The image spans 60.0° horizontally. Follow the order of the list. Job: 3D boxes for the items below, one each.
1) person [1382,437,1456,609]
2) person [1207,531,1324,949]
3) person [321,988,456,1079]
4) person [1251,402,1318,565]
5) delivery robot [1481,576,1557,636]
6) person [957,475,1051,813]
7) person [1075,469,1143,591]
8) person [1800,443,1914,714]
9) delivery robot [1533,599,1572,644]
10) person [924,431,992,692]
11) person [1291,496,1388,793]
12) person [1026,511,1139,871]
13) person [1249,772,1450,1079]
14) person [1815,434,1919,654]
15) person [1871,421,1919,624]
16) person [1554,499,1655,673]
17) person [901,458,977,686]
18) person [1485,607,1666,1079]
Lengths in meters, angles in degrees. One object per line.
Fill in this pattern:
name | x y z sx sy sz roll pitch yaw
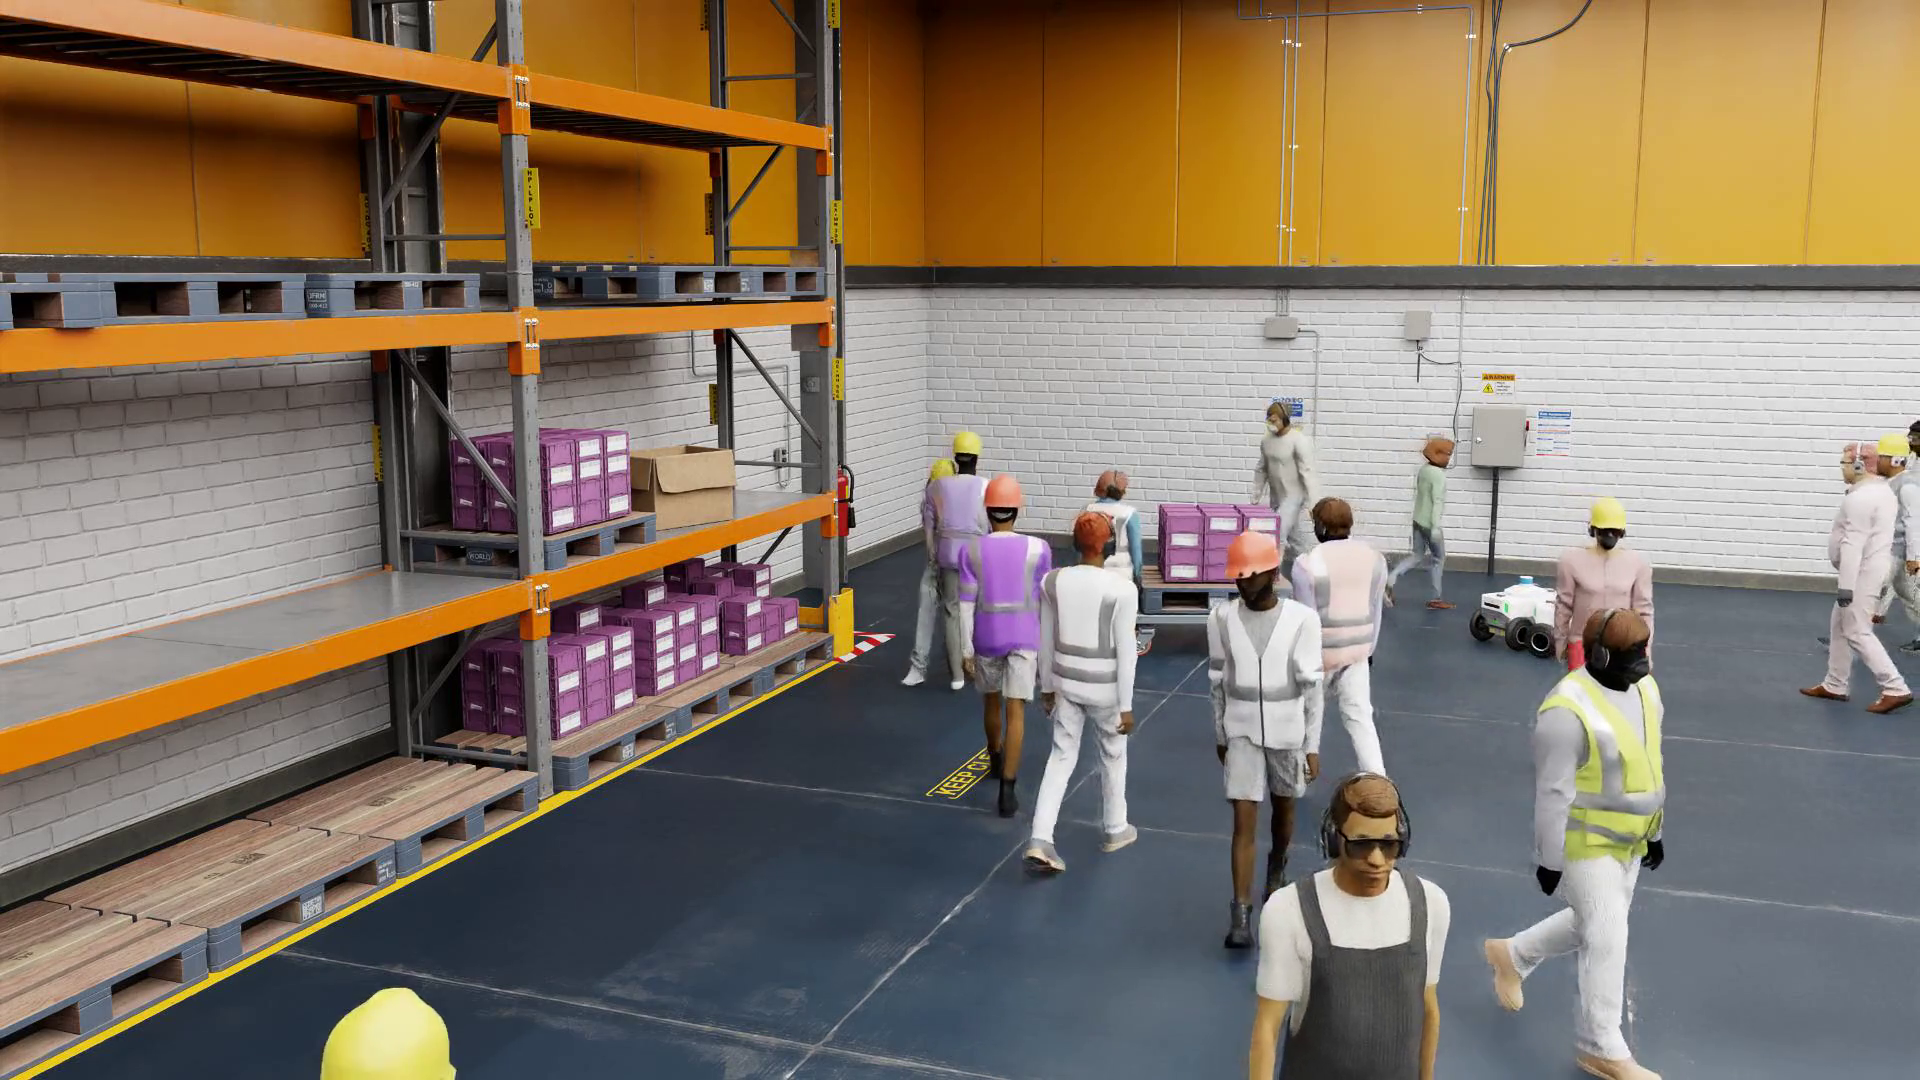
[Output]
person | 4.153 -0.138 15.003 0.711 1.596 0.514 -1 9 -9
person | 1.396 0.886 7.688 0.553 1.874 1.049 3 9 16
person | -1.008 1.693 2.936 0.597 1.779 0.950 0 9 -2
person | 3.021 -0.357 15.511 1.063 1.871 0.687 -4 10 -25
delivery robot | 4.650 0.540 13.681 0.707 0.478 0.477 -4 10 -24
person | 0.263 0.567 9.661 0.545 1.881 1.012 1 9 5
person | 1.088 0.266 12.397 0.532 1.608 0.630 6 11 33
person | 6.357 0.264 11.622 0.767 1.871 0.663 8 12 42
delivery robot | 4.926 0.624 13.156 0.707 0.478 0.477 7 12 39
person | 0.041 0.133 12.378 0.600 1.872 0.988 1 9 8
person | 2.140 0.649 9.419 0.630 1.804 0.961 -3 10 -18
person | 0.625 0.769 8.529 0.588 1.851 0.930 6 11 32
person | 1.000 1.464 4.312 0.533 1.793 0.986 0 9 -3
person | 7.423 0.042 13.281 0.943 1.779 0.610 2 9 15
person | 8.280 -0.127 14.239 0.981 1.819 0.543 2 9 11
person | 3.743 0.634 9.659 0.532 1.740 0.723 2 9 10
person | -0.080 0.214 12.471 0.486 1.687 0.845 5 10 28
person | 2.368 1.122 6.376 0.632 1.820 0.769 -8 12 -40
